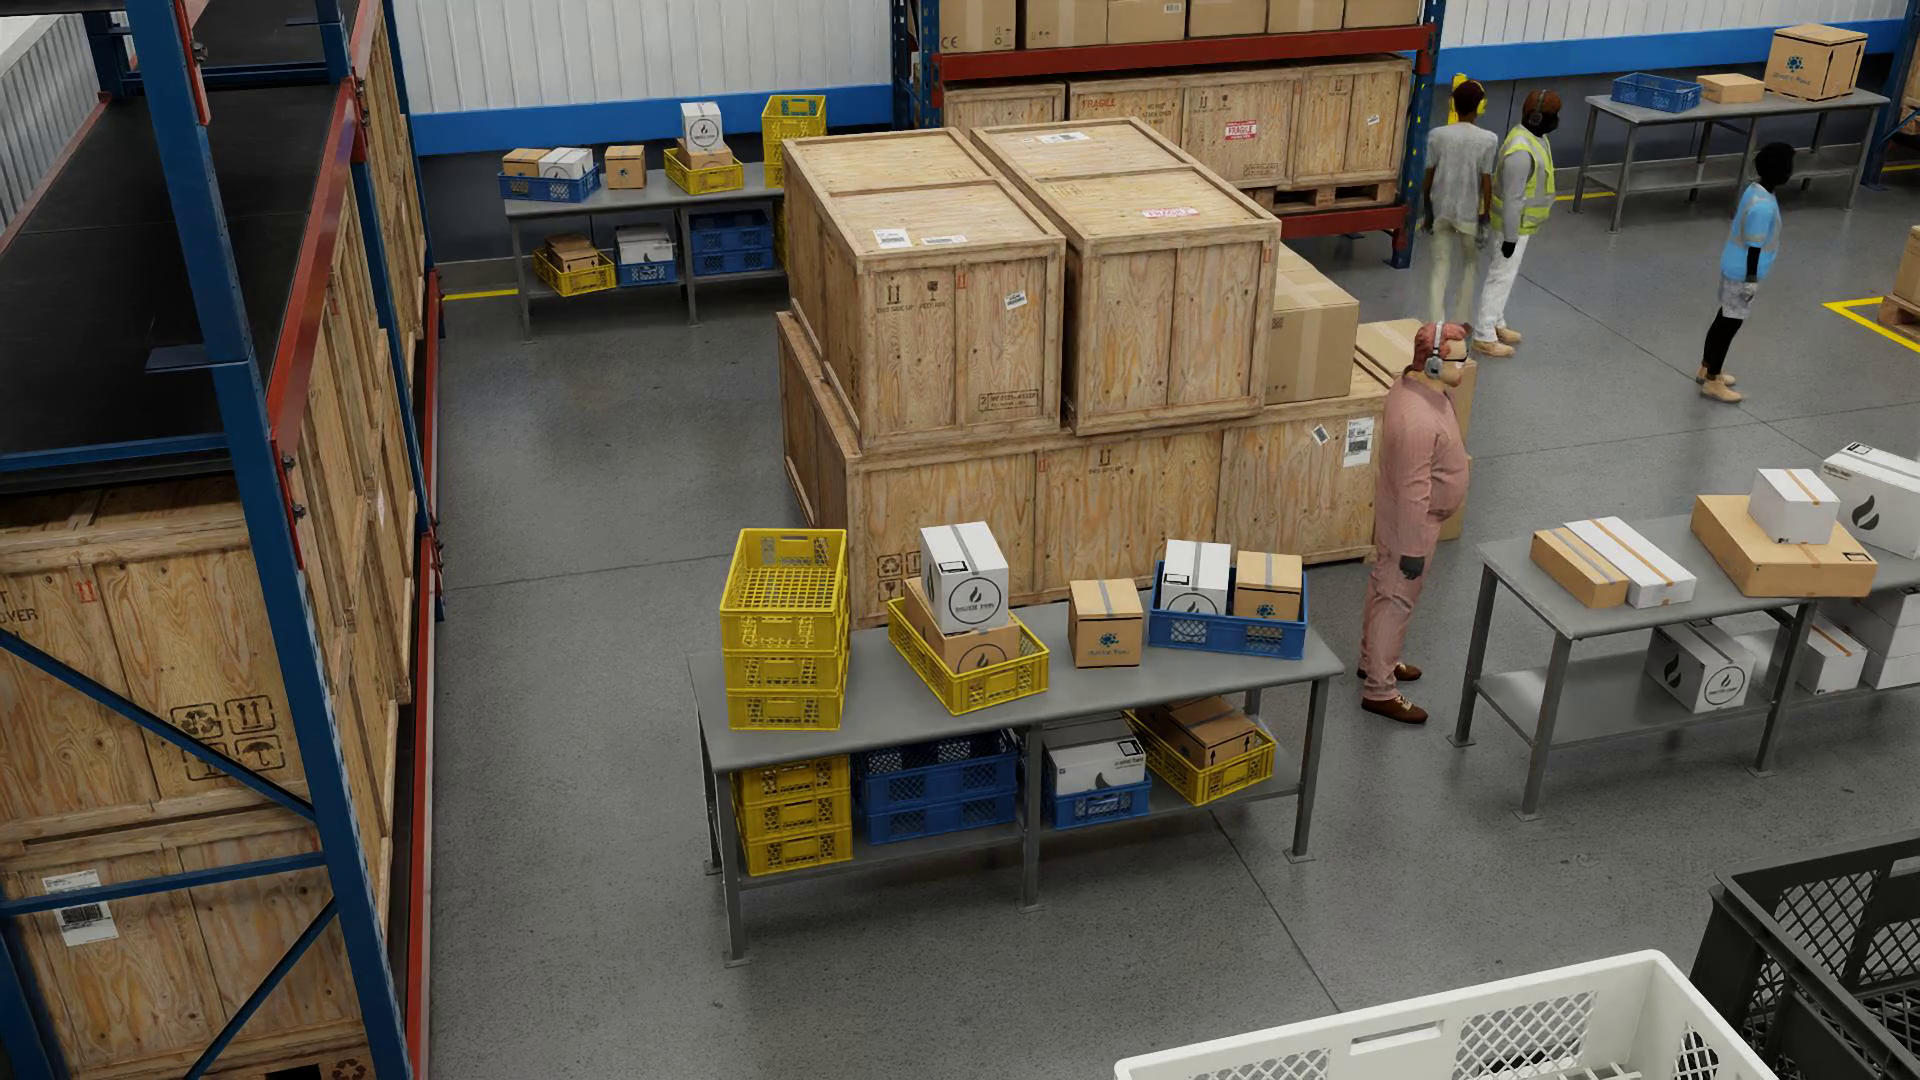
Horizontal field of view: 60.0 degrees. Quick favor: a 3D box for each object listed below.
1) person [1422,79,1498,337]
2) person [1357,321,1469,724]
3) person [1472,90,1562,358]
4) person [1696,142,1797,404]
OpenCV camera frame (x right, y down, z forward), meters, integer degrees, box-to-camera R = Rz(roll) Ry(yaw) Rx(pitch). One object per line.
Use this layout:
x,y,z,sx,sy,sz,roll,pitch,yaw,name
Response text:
3.473,-2.264,11.578,0.539,1.842,0.625,17,33,28,person
2.073,-0.092,7.572,0.407,1.910,0.638,5,29,10,person
3.831,-2.173,11.432,0.432,1.836,0.619,12,31,21,person
5.093,-1.739,10.776,0.317,1.695,0.540,9,30,16,person
